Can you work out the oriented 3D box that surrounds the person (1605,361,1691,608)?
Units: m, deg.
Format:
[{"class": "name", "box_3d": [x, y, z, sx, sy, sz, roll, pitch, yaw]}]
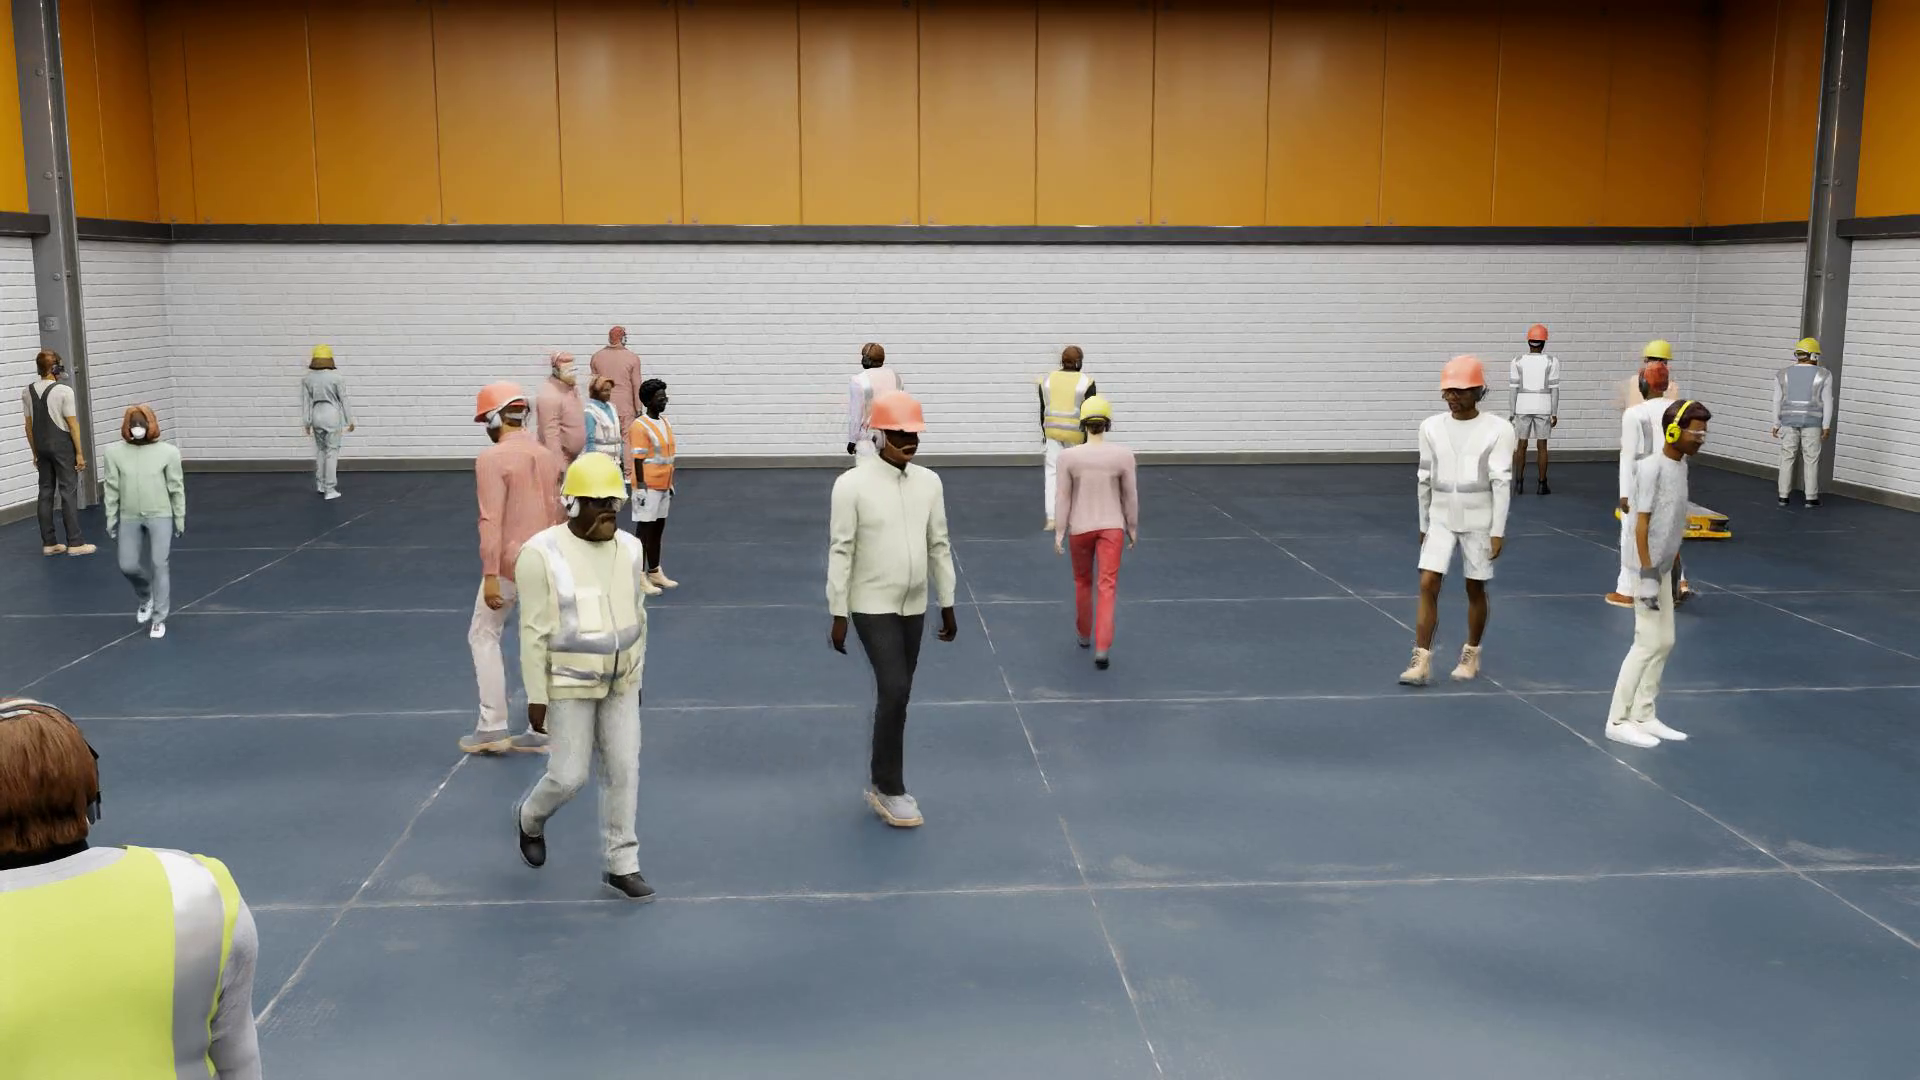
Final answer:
[{"class": "person", "box_3d": [5.169, -0.392, 12.374, 0.588, 1.871, 0.564, -2, 9, -12]}]

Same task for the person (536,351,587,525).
[{"class": "person", "box_3d": [-3.419, -0.678, 14.163, 0.500, 1.867, 0.667, 1, 9, 9]}]

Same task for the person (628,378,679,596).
[{"class": "person", "box_3d": [-2.410, -0.423, 13.087, 0.321, 1.695, 0.537, 3, 10, 18]}]

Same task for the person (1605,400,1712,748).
[{"class": "person", "box_3d": [3.728, 0.177, 8.856, 0.416, 1.848, 0.550, 8, 12, 42]}]

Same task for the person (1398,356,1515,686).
[{"class": "person", "box_3d": [2.980, -0.087, 10.016, 0.612, 2.012, 0.890, 6, 11, 34]}]

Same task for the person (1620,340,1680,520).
[{"class": "person", "box_3d": [6.391, -0.884, 15.340, 0.792, 1.896, 0.594, -7, 11, -37]}]

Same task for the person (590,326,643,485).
[{"class": "person", "box_3d": [-4.073, -1.606, 19.896, 0.642, 1.900, 0.403, 2, 9, 11]}]

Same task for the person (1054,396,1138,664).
[{"class": "person", "box_3d": [0.886, -0.075, 10.835, 0.544, 1.726, 0.895, 1, 9, 4]}]

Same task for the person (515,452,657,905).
[{"class": "person", "box_3d": [-1.520, 0.540, 6.679, 0.651, 1.813, 0.600, 9, 13, 44]}]

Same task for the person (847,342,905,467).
[{"class": "person", "box_3d": [-0.848, -1.010, 16.314, 0.629, 1.846, 0.429, -7, 12, -39]}]

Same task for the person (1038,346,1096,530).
[{"class": "person", "box_3d": [1.097, -1.025, 16.544, 0.642, 1.789, 0.958, 4, 10, 25]}]

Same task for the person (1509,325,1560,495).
[{"class": "person", "box_3d": [6.545, -1.481, 18.979, 0.543, 1.939, 0.360, 4, 10, 24]}]

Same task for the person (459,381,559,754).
[{"class": "person", "box_3d": [-2.357, 0.153, 8.716, 0.661, 1.943, 0.672, 4, 10, 26]}]

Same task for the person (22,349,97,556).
[{"class": "person", "box_3d": [-8.051, -0.771, 14.822, 0.507, 1.844, 0.346, 1, 9, 8]}]

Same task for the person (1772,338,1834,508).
[{"class": "person", "box_3d": [9.099, -1.264, 17.968, 0.589, 1.827, 0.404, 8, 12, 40]}]

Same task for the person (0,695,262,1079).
[{"class": "person", "box_3d": [-1.461, 1.156, 2.727, 0.429, 1.844, 0.627, 9, 13, 44]}]

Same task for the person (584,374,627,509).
[{"class": "person", "box_3d": [-3.222, -0.674, 14.901, 0.448, 1.626, 0.546, 3, 9, 17]}]

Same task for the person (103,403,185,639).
[{"class": "person", "box_3d": [-5.643, -0.144, 11.544, 0.514, 1.621, 0.435, -2, 9, -15]}]

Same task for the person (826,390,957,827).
[{"class": "person", "box_3d": [-0.236, 0.313, 7.578, 0.646, 1.975, 0.672, -8, 12, -43]}]

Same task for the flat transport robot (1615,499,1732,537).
[{"class": "flat transport robot", "box_3d": [6.961, -0.220, 16.276, 0.652, 0.197, 1.431, 1, 9, 5]}]

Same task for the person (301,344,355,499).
[{"class": "person", "box_3d": [-7.087, -1.333, 18.713, 0.494, 1.730, 0.489, 1, 9, 8]}]
